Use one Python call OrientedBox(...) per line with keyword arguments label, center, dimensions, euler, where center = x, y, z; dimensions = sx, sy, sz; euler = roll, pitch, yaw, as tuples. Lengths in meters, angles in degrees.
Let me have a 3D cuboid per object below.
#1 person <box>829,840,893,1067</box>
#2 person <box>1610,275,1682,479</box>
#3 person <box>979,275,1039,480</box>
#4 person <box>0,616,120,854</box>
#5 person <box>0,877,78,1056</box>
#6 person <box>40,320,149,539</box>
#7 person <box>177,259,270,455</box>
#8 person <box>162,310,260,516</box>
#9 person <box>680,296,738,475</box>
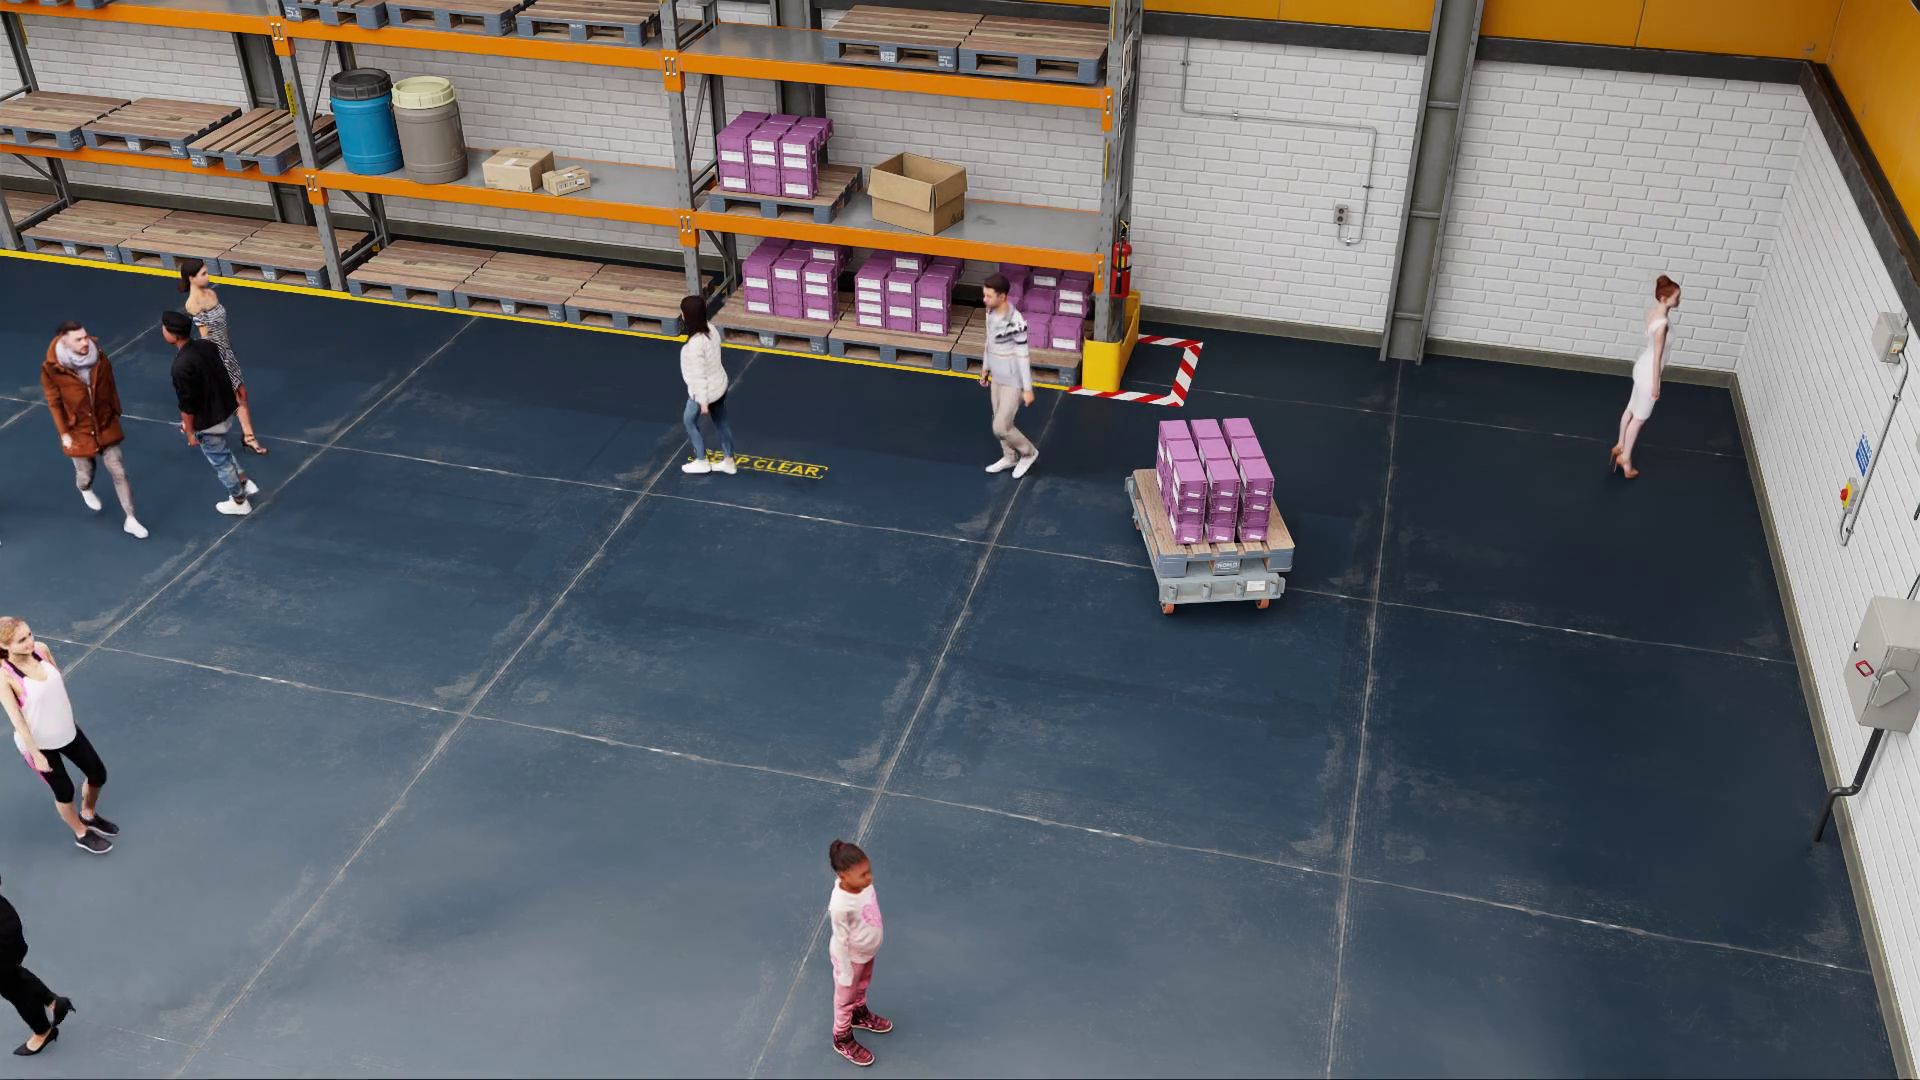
OrientedBox(label="person", center=(-0.564, 2.143, 8.790), dimensions=(0.516, 1.445, 0.568), euler=(13, 36, 18))
OrientedBox(label="person", center=(5.651, -1.361, 13.748), dimensions=(0.450, 1.792, 0.556), euler=(9, 35, 13))
OrientedBox(label="person", center=(0.474, -1.346, 13.691), dimensions=(0.936, 1.830, 0.885), euler=(-14, 36, -20))
OrientedBox(label="person", center=(-5.509, 1.179, 9.941), dimensions=(0.578, 1.776, 0.626), euler=(10, 35, 15))
OrientedBox(label="person", center=(-4.960, 2.081, 8.698), dimensions=(0.797, 1.649, 0.749), euler=(-12, 35, -18))
OrientedBox(label="person", center=(-6.845, -0.879, 13.008), dimensions=(1.027, 1.808, 1.208), euler=(-28, 43, -35))
OrientedBox(label="person", center=(-6.290, -1.481, 13.916), dimensions=(0.991, 1.805, 0.742), euler=(0, 34, 0))
OrientedBox(label="person", center=(-5.862, -0.997, 13.193), dimensions=(0.691, 1.800, 0.749), euler=(4, 34, 6))
OrientedBox(label="person", center=(-2.010, -1.246, 13.732), dimensions=(0.676, 1.618, 0.629), euler=(10, 35, 15))
